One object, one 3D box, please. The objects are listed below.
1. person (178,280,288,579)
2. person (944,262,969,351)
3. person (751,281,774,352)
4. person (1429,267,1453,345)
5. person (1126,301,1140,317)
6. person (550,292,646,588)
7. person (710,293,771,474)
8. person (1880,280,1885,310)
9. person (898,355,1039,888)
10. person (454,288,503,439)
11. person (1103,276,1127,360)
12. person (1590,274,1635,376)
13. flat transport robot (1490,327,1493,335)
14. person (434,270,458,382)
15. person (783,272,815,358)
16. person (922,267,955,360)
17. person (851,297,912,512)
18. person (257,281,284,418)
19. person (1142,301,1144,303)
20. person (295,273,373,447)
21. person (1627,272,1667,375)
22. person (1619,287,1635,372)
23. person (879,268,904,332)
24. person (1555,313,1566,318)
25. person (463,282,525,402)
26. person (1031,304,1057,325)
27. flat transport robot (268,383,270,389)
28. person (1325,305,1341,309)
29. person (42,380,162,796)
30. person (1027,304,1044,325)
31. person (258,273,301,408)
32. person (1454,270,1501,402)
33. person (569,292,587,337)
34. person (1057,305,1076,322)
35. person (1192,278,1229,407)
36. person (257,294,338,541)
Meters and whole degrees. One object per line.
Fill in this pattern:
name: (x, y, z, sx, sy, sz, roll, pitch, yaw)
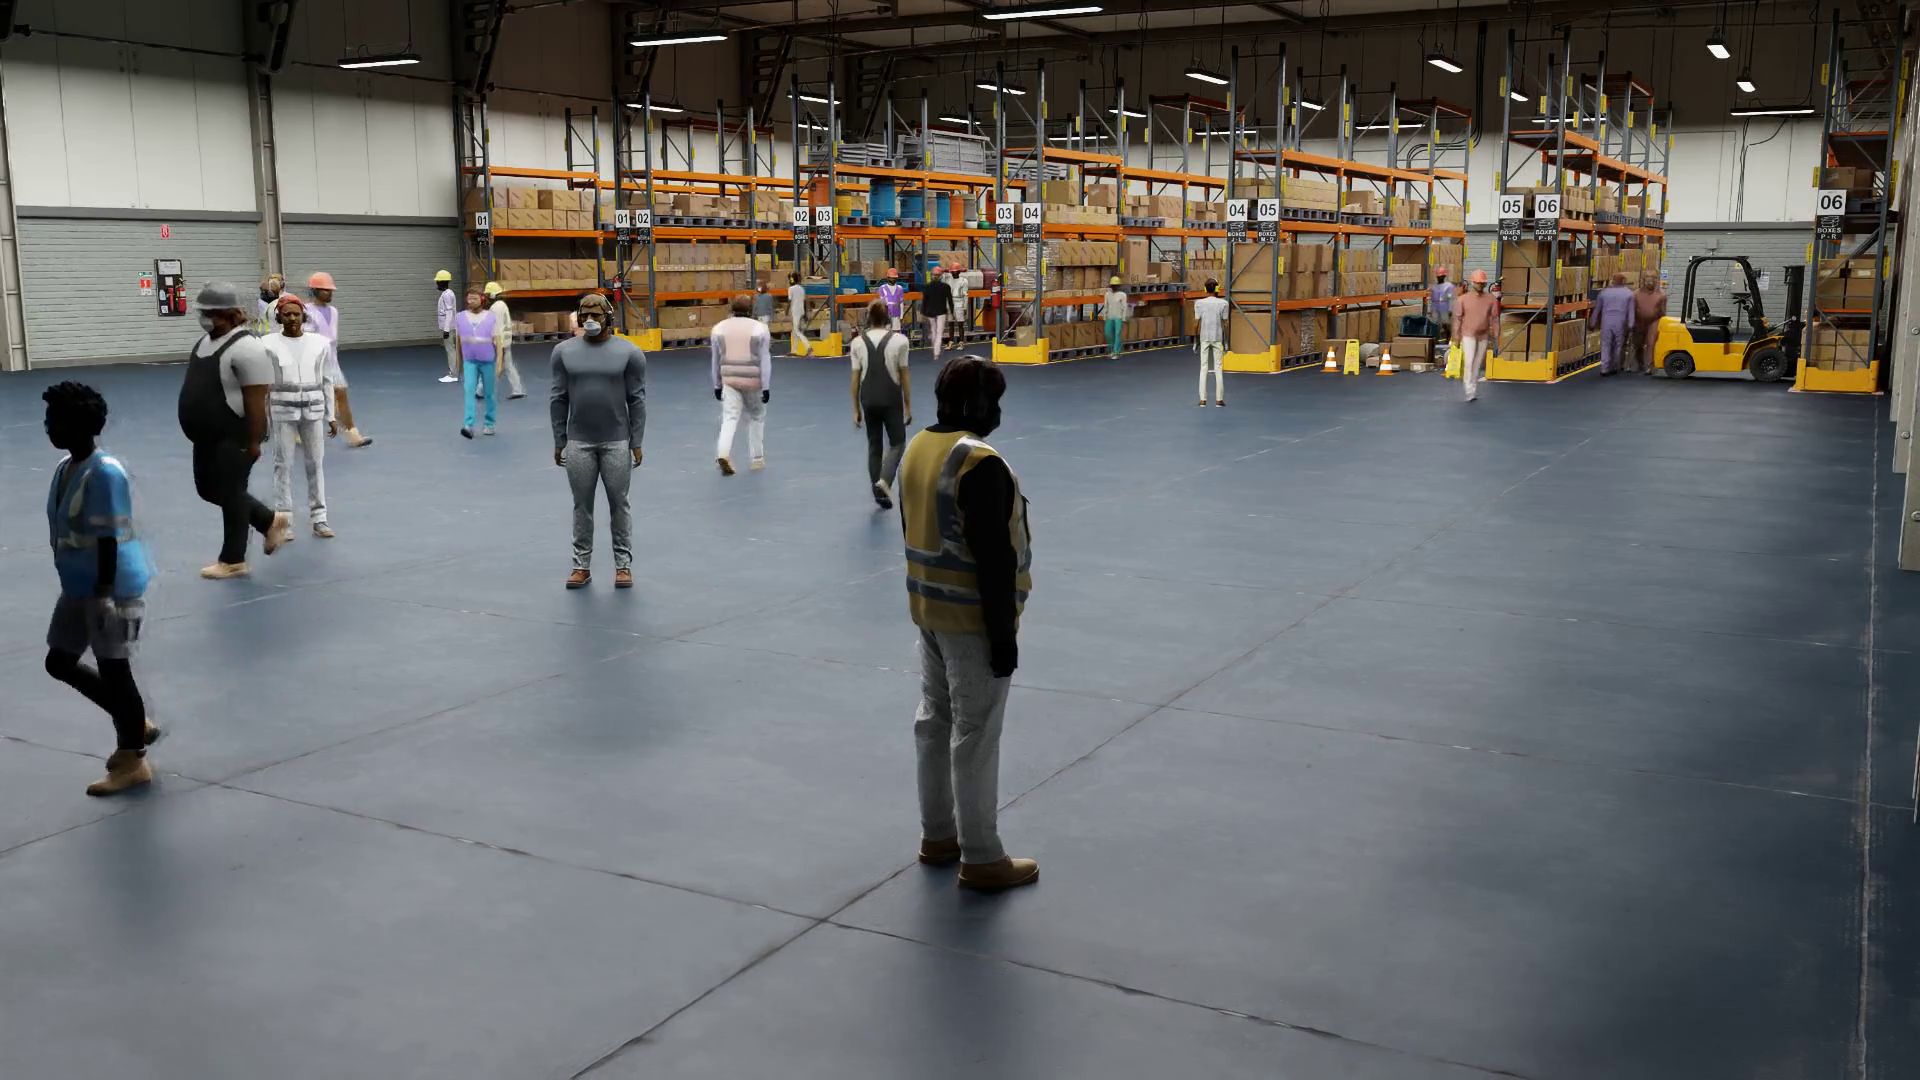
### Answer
person: (-4.972, -0.776, 11.382, 0.698, 2.000, 0.691, 8, 13, 39)
person: (-0.107, -5.356, 38.220, 0.605, 2.035, 0.384, 5, 11, 28)
person: (-4.476, -4.987, 37.307, 0.500, 1.605, 0.741, 7, 12, 35)
person: (11.110, -5.333, 38.409, 0.547, 1.926, 0.543, 7, 12, 35)
person: (4.716, -6.573, 46.151, 0.552, 1.745, 0.554, 2, 10, 12)
person: (-2.371, -0.647, 10.928, 0.632, 1.940, 0.372, -1, 10, -3)
person: (-2.206, -1.569, 16.706, 0.632, 1.816, 0.869, 2, 10, 10)
person: (24.524, -6.405, 44.739, 0.387, 1.912, 0.592, -7, 12, -35)
person: (0.033, 0.279, 5.799, 0.429, 1.842, 0.626, -5, 11, -28)
person: (-5.775, -2.118, 19.944, 0.591, 1.790, 0.955, 0, 10, -3)
person: (3.241, -4.660, 34.945, 0.547, 1.750, 0.371, 5, 11, 29)
person: (11.861, -3.900, 30.248, 0.769, 1.840, 1.000, 5, 11, 27)
flat transport robot: (14.803, -5.751, 45.686, 0.652, 0.197, 1.431, 5, 11, 29)
person: (-8.885, -3.693, 28.786, 0.361, 1.930, 0.587, -3, 10, -19)
person: (-3.439, -4.823, 35.682, 0.799, 1.839, 0.536, 6, 11, 29)
person: (-0.451, -4.779, 35.115, 0.631, 1.939, 1.049, 3, 10, 16)
person: (-0.670, -1.123, 14.007, 0.521, 1.833, 0.524, 2, 10, 13)
person: (-9.258, -2.571, 22.501, 0.430, 1.836, 0.627, -3, 10, -15)
person: (5.856, -7.401, 50.566, 0.599, 1.920, 1.026, 4, 11, 23)
person: (-7.230, -2.032, 18.899, 1.055, 1.990, 0.615, 4, 11, 24)
person: (12.674, -3.992, 30.688, 0.683, 1.883, 0.607, 5, 11, 27)
person: (12.646, -3.971, 31.408, 0.517, 1.591, 0.877, 5, 11, 25)
person: (-1.425, -4.706, 34.739, 0.541, 1.930, 0.386, -3, 10, -18)
person: (16.044, -6.352, 44.466, 0.548, 1.903, 0.471, 0, 10, 0)
person: (-6.991, -2.959, 24.919, 0.920, 1.780, 0.624, -1, 10, -4)
person: (1.899, -5.207, 37.661, 0.629, 1.931, 0.374, 0, 10, 0)
flat transport robot: (-11.352, -2.500, 26.648, 1.431, 0.197, 0.652, -6, 12, -33)
person: (9.334, -5.681, 41.312, 0.513, 1.630, 0.318, 2, 10, 13)
person: (-3.495, 0.201, 6.715, 0.540, 1.687, 0.361, 8, 13, 39)
person: (1.761, -5.276, 39.045, 0.505, 1.593, 0.831, 8, 13, 39)
person: (-9.720, -2.841, 23.769, 0.630, 1.940, 0.371, 1, 10, 8)
person: (7.749, -3.027, 24.810, 0.619, 1.954, 0.947, 0, 10, -1)
person: (-5.489, -2.821, 24.490, 0.546, 1.638, 0.910, 1, 10, 6)
person: (2.776, -6.091, 43.279, 0.498, 1.790, 1.021, 1, 10, 6)
person: (3.630, -2.857, 24.090, 0.521, 1.864, 0.336, 2, 10, 13)
person: (-5.099, -0.940, 12.802, 0.584, 1.882, 0.345, -7, 12, -34)
